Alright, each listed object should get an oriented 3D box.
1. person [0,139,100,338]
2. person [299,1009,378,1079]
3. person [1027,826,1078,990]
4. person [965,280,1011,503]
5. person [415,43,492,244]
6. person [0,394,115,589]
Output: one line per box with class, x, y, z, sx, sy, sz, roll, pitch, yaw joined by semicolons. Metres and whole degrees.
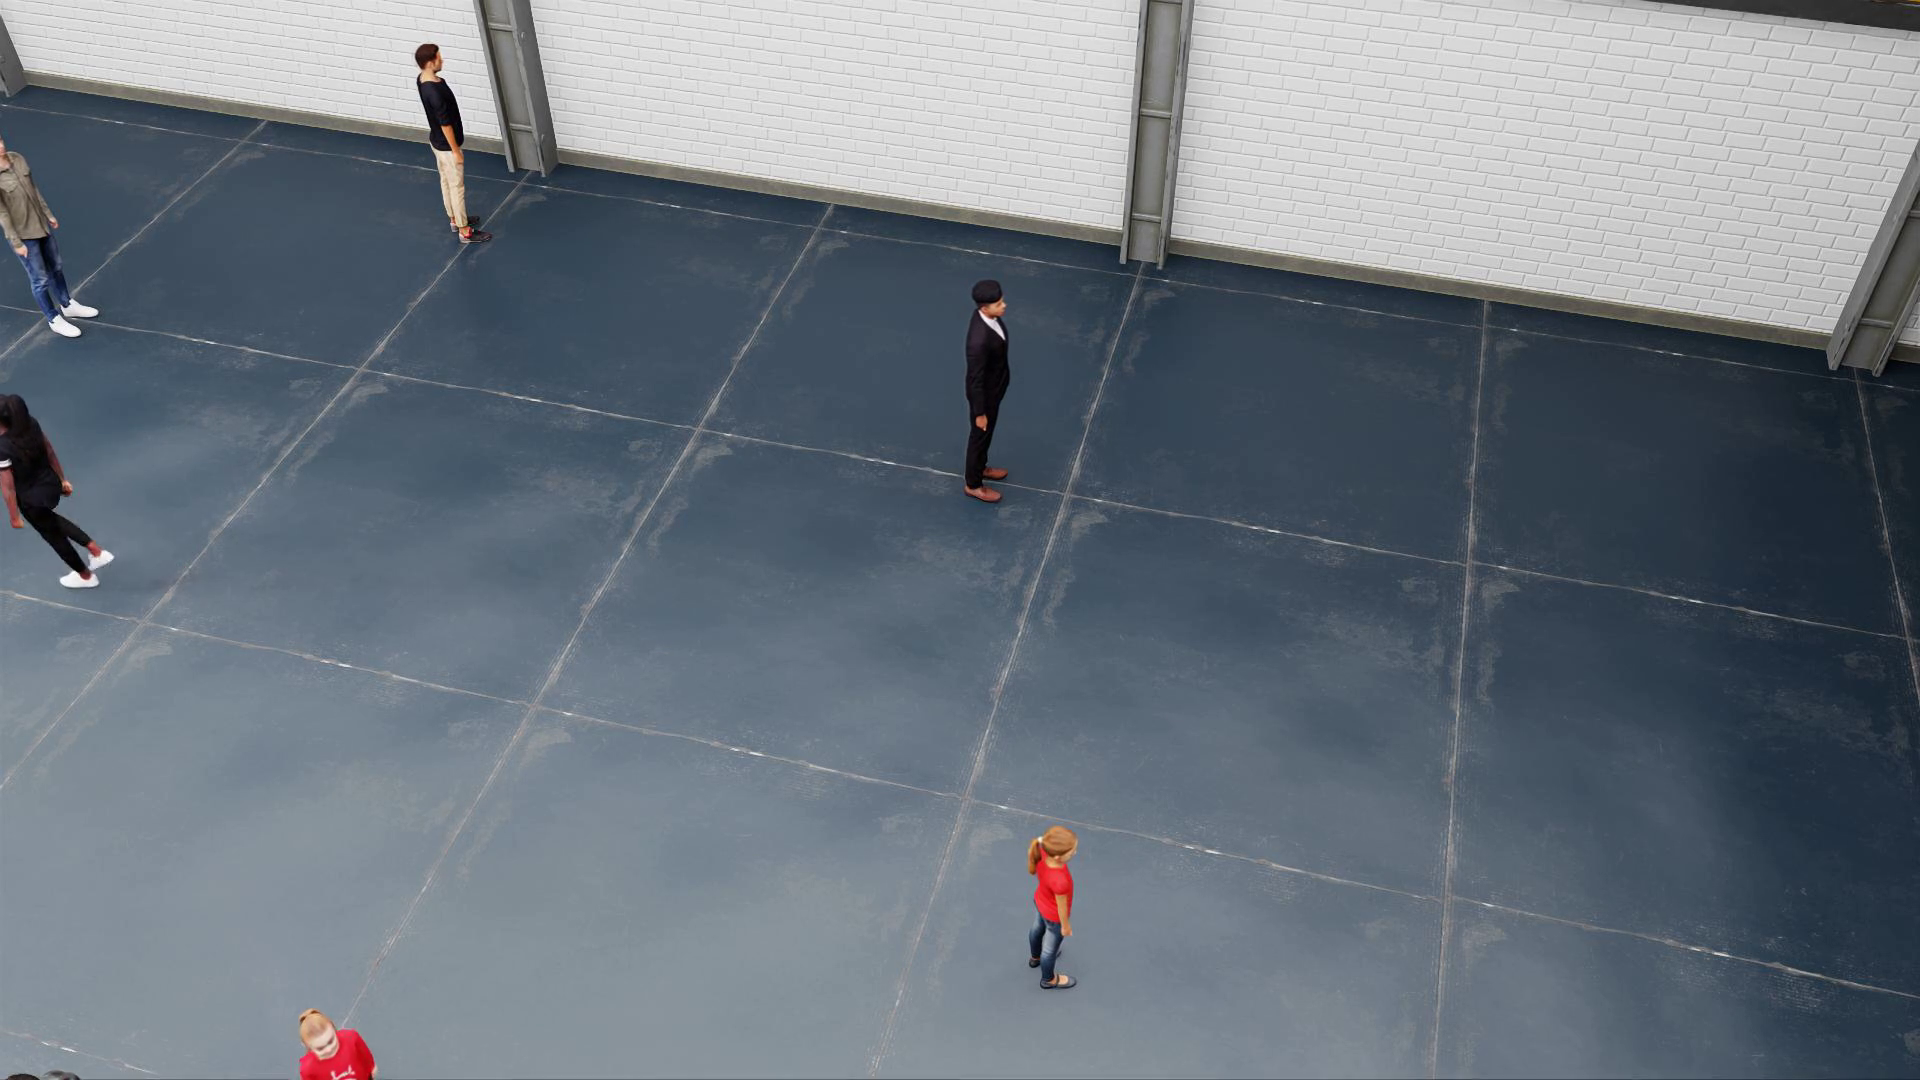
person;-7.658;-2.549;13.648;0.614;1.866;0.719;6;44;7
person;-3.173;2.768;8.512;0.805;1.251;0.962;-33;53;-30
person;0.502;2.033;9.242;0.617;1.308;0.574;-12;45;-12
person;0.173;-1.111;12.126;0.575;1.882;0.723;6;44;6
person;-4.532;-3.496;14.652;0.758;1.852;0.698;-22;48;-21
person;-6.230;-0.301;11.394;0.753;1.720;0.694;2;44;2
